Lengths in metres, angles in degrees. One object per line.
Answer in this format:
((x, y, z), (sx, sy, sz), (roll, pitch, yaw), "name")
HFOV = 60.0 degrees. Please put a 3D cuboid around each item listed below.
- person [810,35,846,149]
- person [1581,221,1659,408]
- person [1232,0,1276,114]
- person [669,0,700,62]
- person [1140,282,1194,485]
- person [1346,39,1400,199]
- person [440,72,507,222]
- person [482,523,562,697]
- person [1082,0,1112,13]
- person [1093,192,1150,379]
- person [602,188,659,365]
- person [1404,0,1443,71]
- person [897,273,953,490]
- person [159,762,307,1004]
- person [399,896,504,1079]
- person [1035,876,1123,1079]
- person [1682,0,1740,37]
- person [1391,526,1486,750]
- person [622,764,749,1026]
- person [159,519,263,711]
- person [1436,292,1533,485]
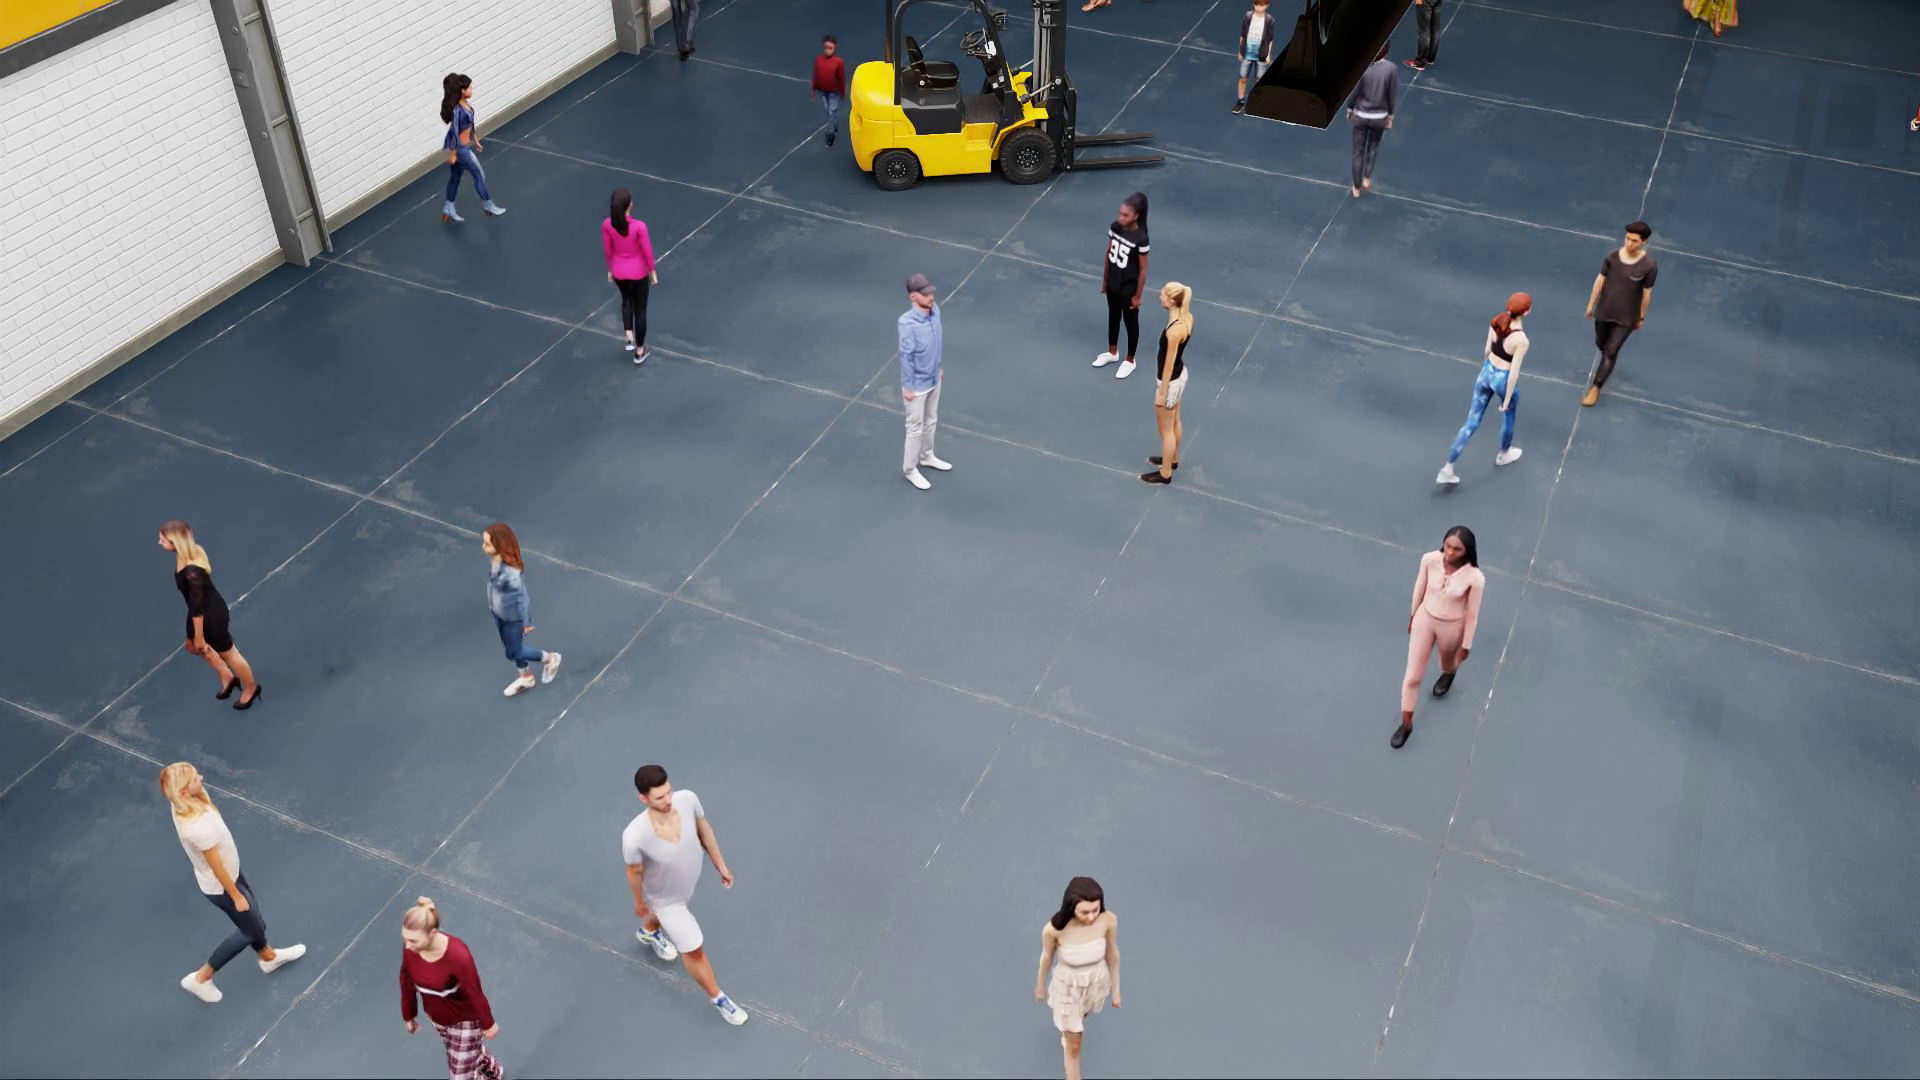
((-1.456, -5.137, 18.840), (0.530, 1.238, 0.735), (15, 41, 18), "person")
((5.811, -2.056, 14.617), (0.822, 1.694, 1.129), (29, 47, 31), "person")
((3.434, -5.671, 19.343), (0.550, 1.446, 0.534), (12, 40, 15), "person")
((-3.482, -6.749, 20.434), (0.742, 1.769, 0.684), (7, 39, 9), "person")
((1.730, -1.295, 13.545), (0.663, 1.844, 0.474), (12, 40, 15), "person")
((4.338, -4.441, 17.552), (0.721, 1.758, 0.724), (4, 39, 5), "person")
((-5.217, -3.994, 17.135), (0.972, 1.580, 0.944), (-3, 39, -4), "person")
((-3.085, 0.470, 11.637), (0.790, 1.468, 0.719), (-25, 45, -28), "person")
((1.935, -7.904, 21.847), (0.886, 1.810, 0.825), (-13, 40, -15), "person")
((1.473, -2.284, 14.867), (0.694, 1.739, 0.690), (-31, 48, -33), "person")
((-3.000, -2.350, 15.000), (0.663, 1.687, 0.687), (6, 39, 8), "person")
((5.771, -6.674, 20.322), (0.617, 1.801, 0.773), (-29, 47, -32), "person")
((-0.312, -1.322, 13.544), (0.743, 1.887, 0.559), (23, 44, 26), "person")
((-4.291, 1.978, 9.482), (1.020, 1.798, 0.885), (-22, 44, -25), "person")
((-2.673, 2.478, 8.948), (0.634, 1.685, 0.642), (16, 41, 19), "person")
((0.640, 2.379, 9.064), (0.944, 1.695, 1.049), (-8, 39, -10), "person")
((9.737, -7.396, 21.389), (1.038, 1.598, 1.347), (2, 39, 2), "person")
((3.307, 0.582, 11.323), (0.779, 1.683, 1.192), (24, 44, 27), "person")
((-1.705, 1.915, 9.553), (0.945, 1.809, 1.222), (26, 45, 29), "person")
((-5.061, 0.515, 11.421), (0.726, 1.665, 0.677), (-21, 43, -24), "person")
((4.278, -1.187, 13.500), (1.268, 1.740, 1.007), (-24, 44, -27), "person")
